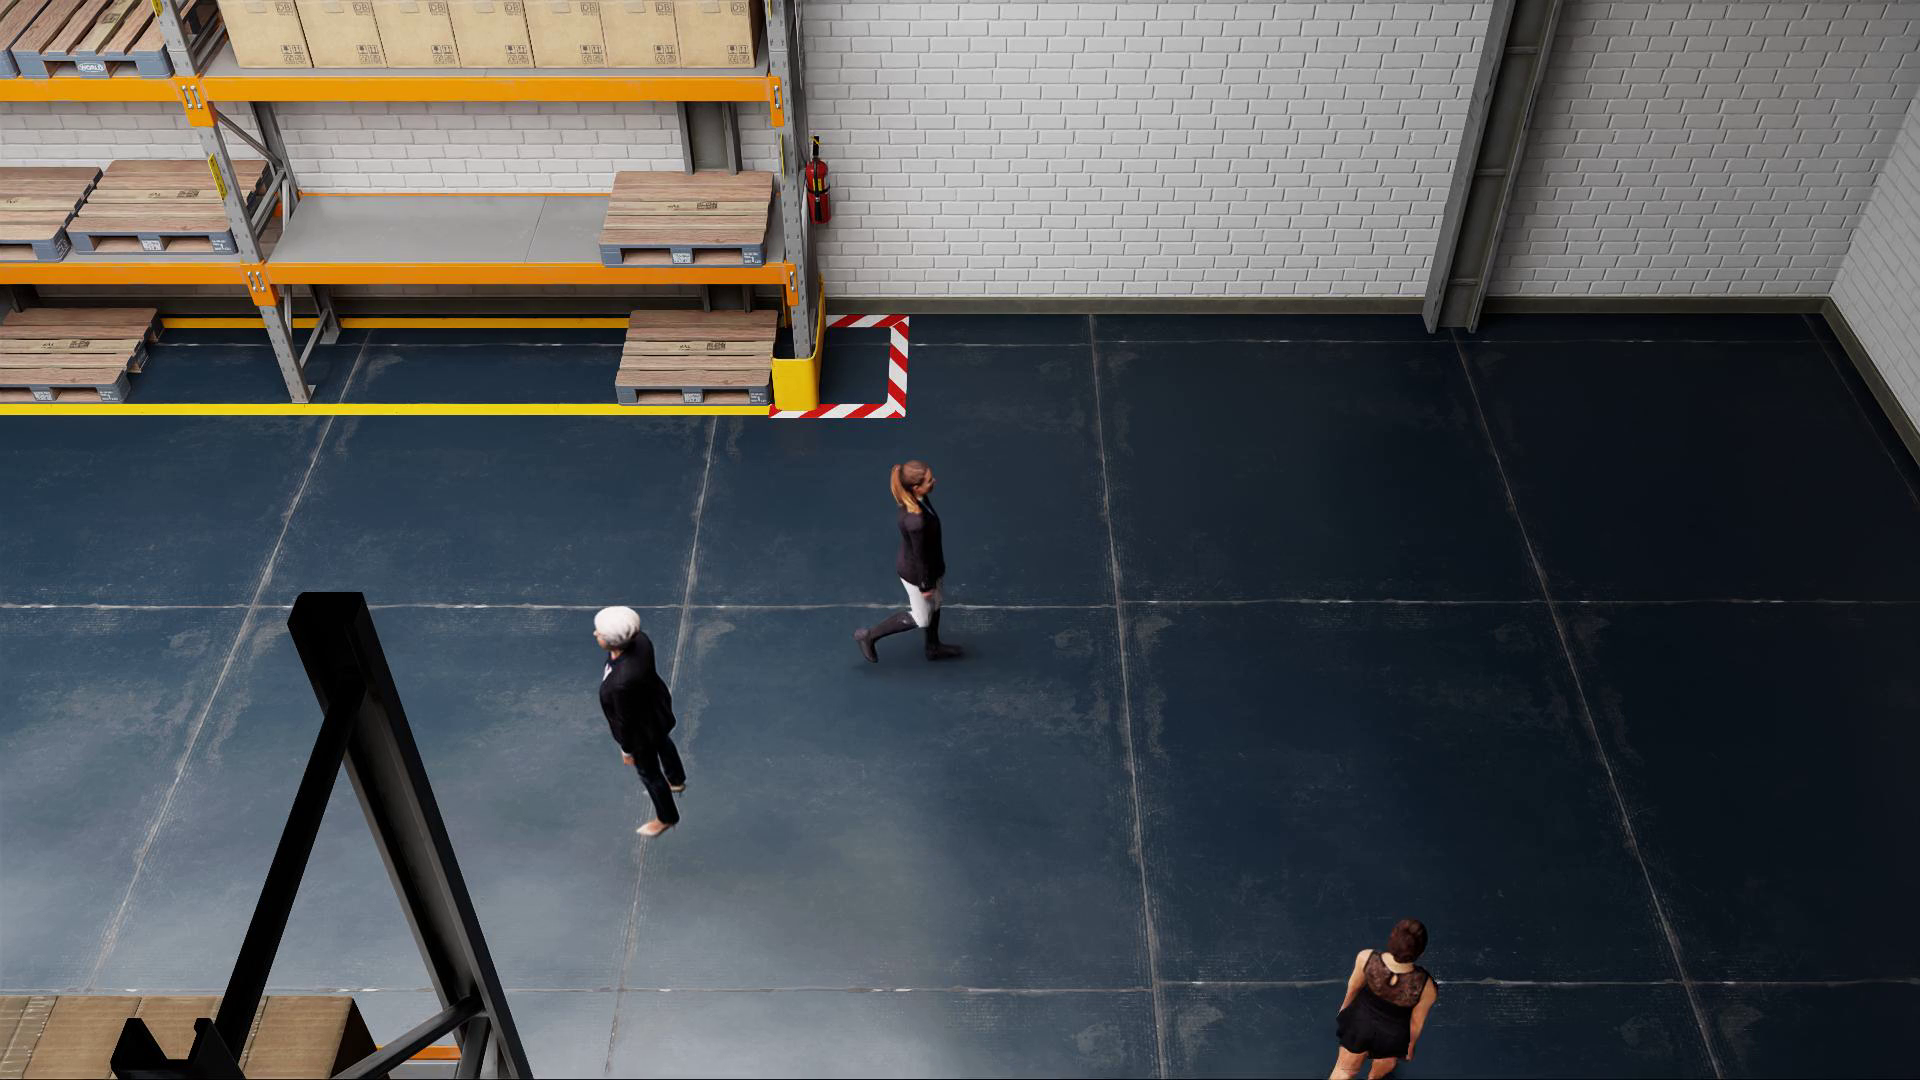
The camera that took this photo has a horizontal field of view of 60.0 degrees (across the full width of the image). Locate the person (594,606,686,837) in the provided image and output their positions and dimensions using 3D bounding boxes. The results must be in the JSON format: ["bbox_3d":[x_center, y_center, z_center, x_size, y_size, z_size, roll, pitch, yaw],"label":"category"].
[{"bbox_3d":[-1.708,0.923,8.979,0.609,1.776,0.725,4,44,4],"label":"person"}]

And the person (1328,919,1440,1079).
[{"bbox_3d":[2.040,2.458,8.223,1.067,1.649,0.978,22,48,21],"label":"person"}]

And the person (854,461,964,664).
[{"bbox_3d":[-0.334,0.203,10.545,0.923,1.711,0.557,0,44,0],"label":"person"}]
